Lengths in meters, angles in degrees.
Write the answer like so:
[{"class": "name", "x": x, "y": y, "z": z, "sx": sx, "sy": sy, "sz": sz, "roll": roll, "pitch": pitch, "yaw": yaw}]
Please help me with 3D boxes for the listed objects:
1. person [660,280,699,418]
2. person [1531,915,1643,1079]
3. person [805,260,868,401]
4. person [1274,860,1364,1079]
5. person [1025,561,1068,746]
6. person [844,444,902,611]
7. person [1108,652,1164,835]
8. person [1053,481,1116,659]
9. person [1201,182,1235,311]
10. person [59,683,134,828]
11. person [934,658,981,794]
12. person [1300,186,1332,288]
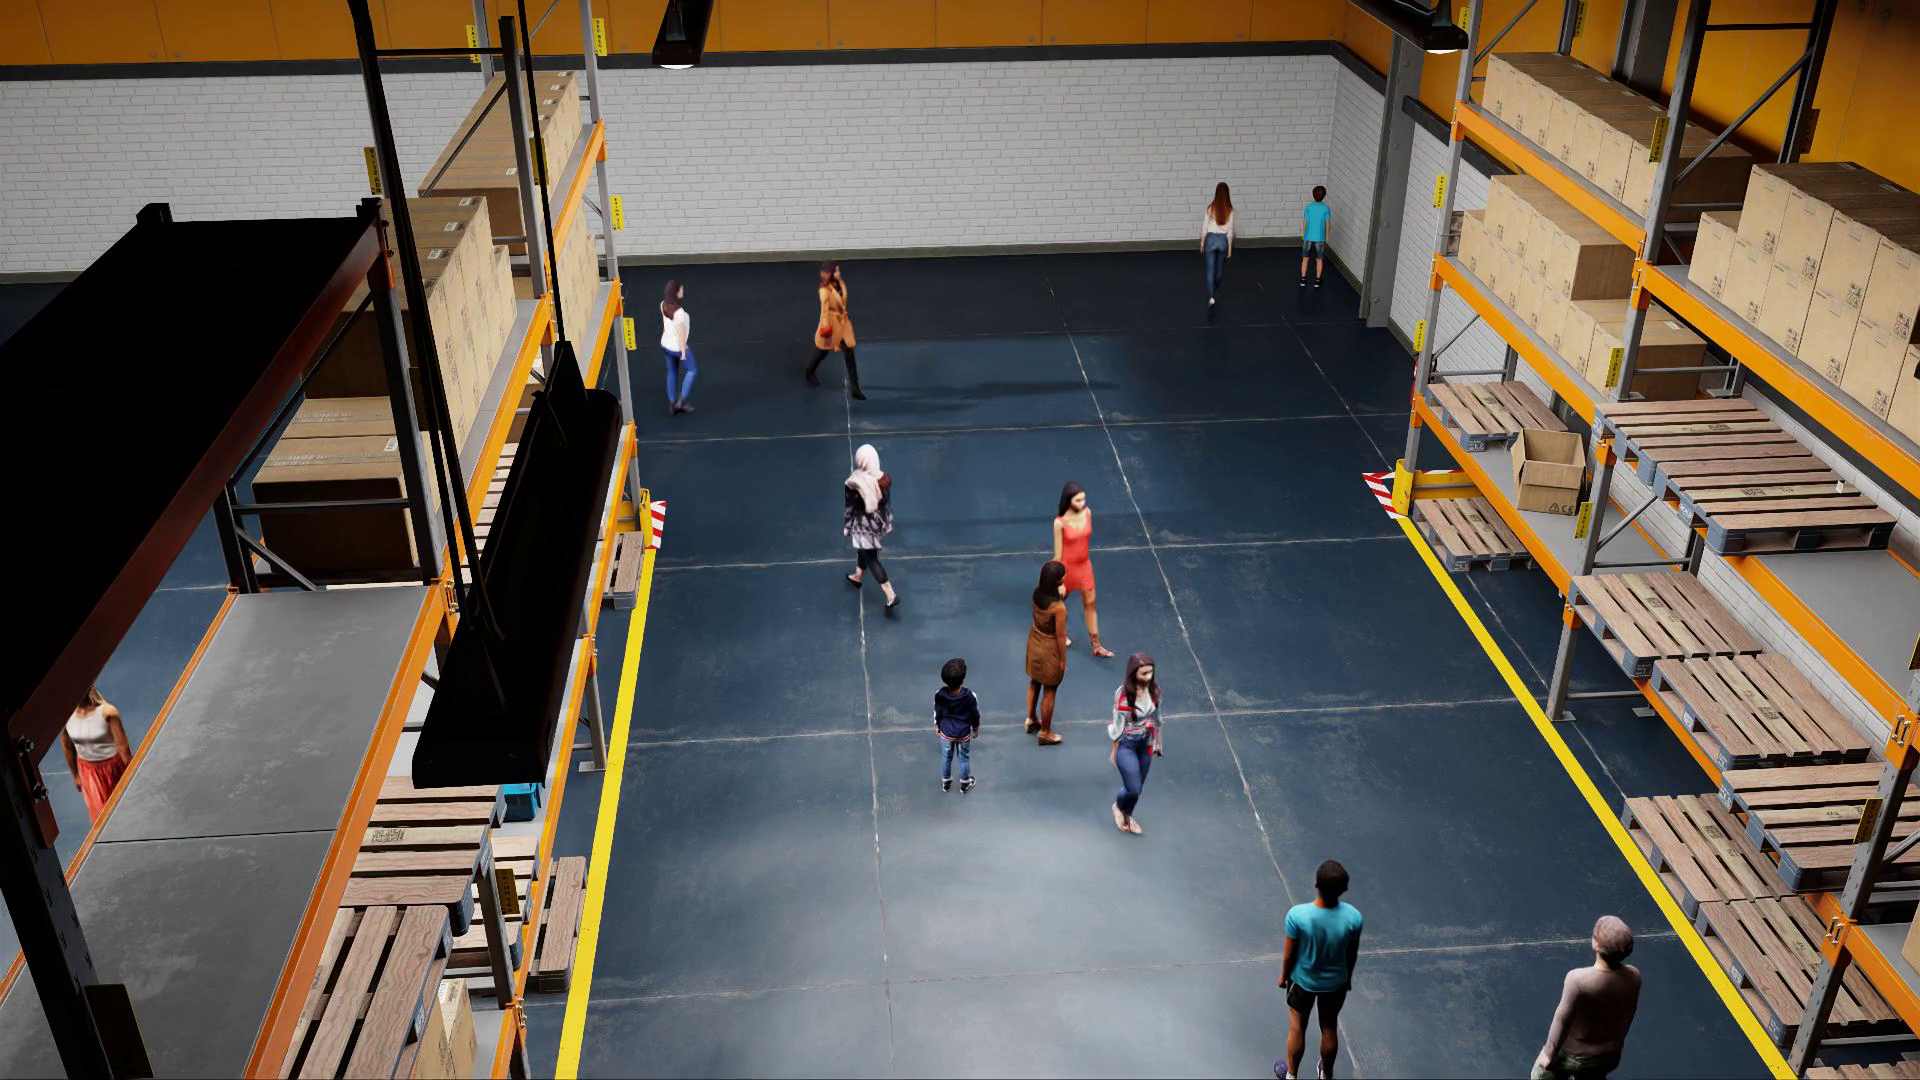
[{"class": "person", "x": -3.376, "y": -2.191, "z": 19.377, "sx": 0.711, "sy": 1.671, "sz": 0.775, "roll": 22, "pitch": 36, "yaw": 35}, {"class": "person", "x": 3.660, "y": 3.017, "z": 9.626, "sx": 0.742, "sy": 1.865, "sz": 0.814, "roll": -6, "pitch": 29, "yaw": -11}, {"class": "person", "x": -1.586, "y": -2.517, "z": 19.975, "sx": 1.275, "sy": 1.670, "sz": 1.219, "roll": 21, "pitch": 35, "yaw": 33}, {"class": "person", "x": 2.216, "y": 2.715, "z": 10.272, "sx": 0.627, "sy": 1.776, "sz": 0.543, "roll": 0, "pitch": 29, "yaw": 0}, {"class": "person", "x": 0.706, "y": 0.918, "z": 13.664, "sx": 0.699, "sy": 1.684, "sz": 0.588, "roll": -16, "pitch": 33, "yaw": -27}, {"class": "person", "x": -0.804, "y": -0.090, "z": 15.606, "sx": 1.027, "sy": 1.593, "sz": 1.220, "roll": -21, "pitch": 35, "yaw": -34}, {"class": "person", "x": 1.264, "y": 1.518, "z": 12.650, "sx": 0.710, "sy": 1.601, "sz": 0.729, "roll": -17, "pitch": 33, "yaw": -29}, {"class": "person", "x": 0.945, "y": 0.230, "z": 14.921, "sx": 0.938, "sy": 1.688, "sz": 1.087, "roll": -20, "pitch": 34, "yaw": -32}, {"class": "person", "x": 3.498, "y": -3.971, "z": 22.617, "sx": 0.678, "sy": 1.694, "sz": 1.160, "roll": 1, "pitch": 29, "yaw": 1}, {"class": "person", "x": -6.216, "y": 1.665, "z": 12.189, "sx": 0.607, "sy": 1.785, "sz": 0.993, "roll": -2, "pitch": 29, "yaw": -4}, {"class": "person", "x": -0.035, "y": 1.466, "z": 13.143, "sx": 0.570, "sy": 1.221, "sz": 0.567, "roll": 6, "pitch": 29, "yaw": 10}, {"class": "person", "x": 5.014, "y": -4.298, "z": 23.473, "sx": 0.588, "sy": 1.448, "sz": 0.591, "roll": 9, "pitch": 30, "yaw": 17}]
